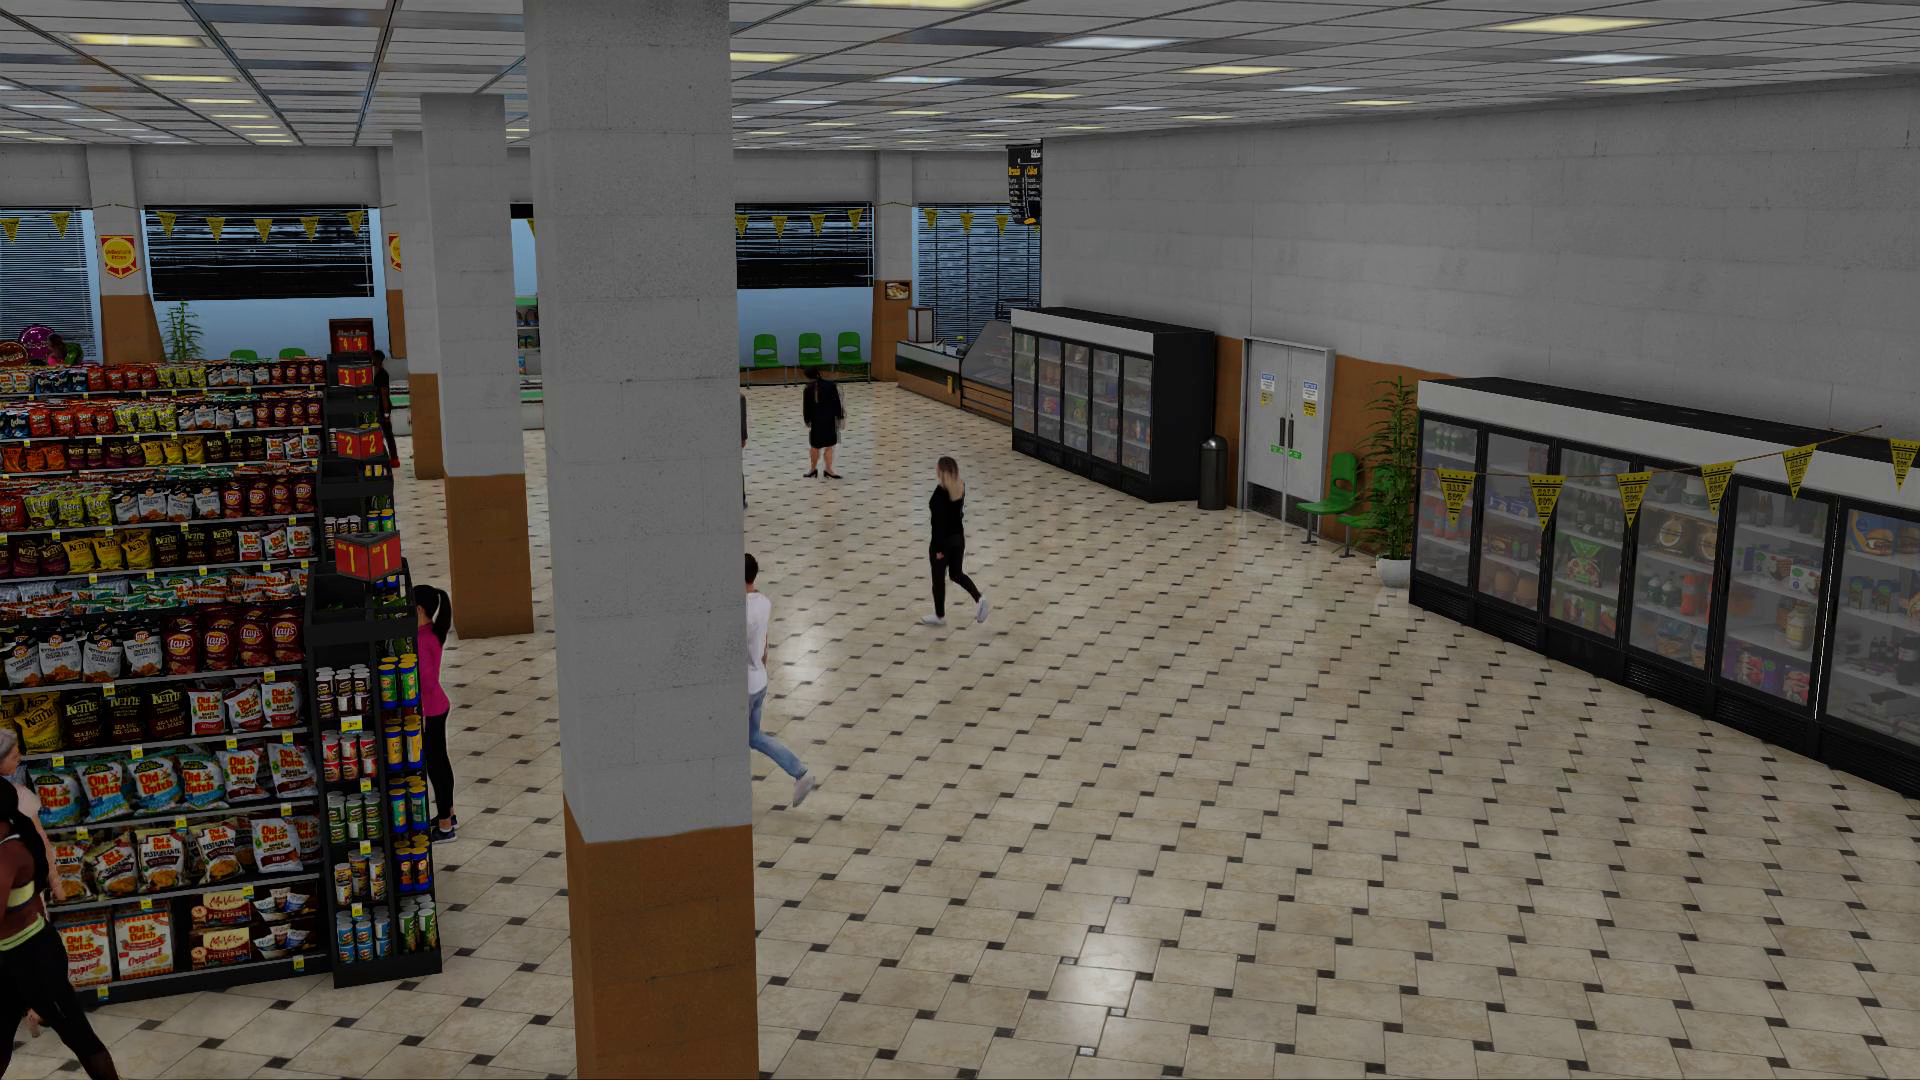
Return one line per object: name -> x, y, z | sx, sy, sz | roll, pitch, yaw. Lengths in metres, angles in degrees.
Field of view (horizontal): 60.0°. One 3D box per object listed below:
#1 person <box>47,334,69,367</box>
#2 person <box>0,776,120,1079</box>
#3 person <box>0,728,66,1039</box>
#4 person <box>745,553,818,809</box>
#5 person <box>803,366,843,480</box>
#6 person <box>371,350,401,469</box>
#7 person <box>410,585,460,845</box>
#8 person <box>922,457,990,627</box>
person -> -15.649, -2.740, 29.126 | 1.142, 1.686, 0.550 | -5, 13, -21
person -> -3.943, 1.852, 7.268 | 1.108, 1.705, 0.647 | -6, 13, -27
person -> -4.485, 1.755, 7.811 | 1.134, 1.672, 1.032 | 1, 12, 4
person -> -1.334, 0.999, 11.008 | 1.096, 1.833, 0.951 | 2, 12, 10
person -> -1.973, -1.706, 24.292 | 0.750, 1.654, 0.898 | 5, 13, 20
person -> -8.666, -1.971, 25.212 | 0.660, 1.793, 0.667 | -3, 12, -15
person -> -3.430, 1.117, 10.777 | 0.617, 1.699, 0.626 | -2, 12, -10
person -> -0.036, 0.044, 15.943 | 0.979, 1.669, 1.008 | 9, 15, 36
